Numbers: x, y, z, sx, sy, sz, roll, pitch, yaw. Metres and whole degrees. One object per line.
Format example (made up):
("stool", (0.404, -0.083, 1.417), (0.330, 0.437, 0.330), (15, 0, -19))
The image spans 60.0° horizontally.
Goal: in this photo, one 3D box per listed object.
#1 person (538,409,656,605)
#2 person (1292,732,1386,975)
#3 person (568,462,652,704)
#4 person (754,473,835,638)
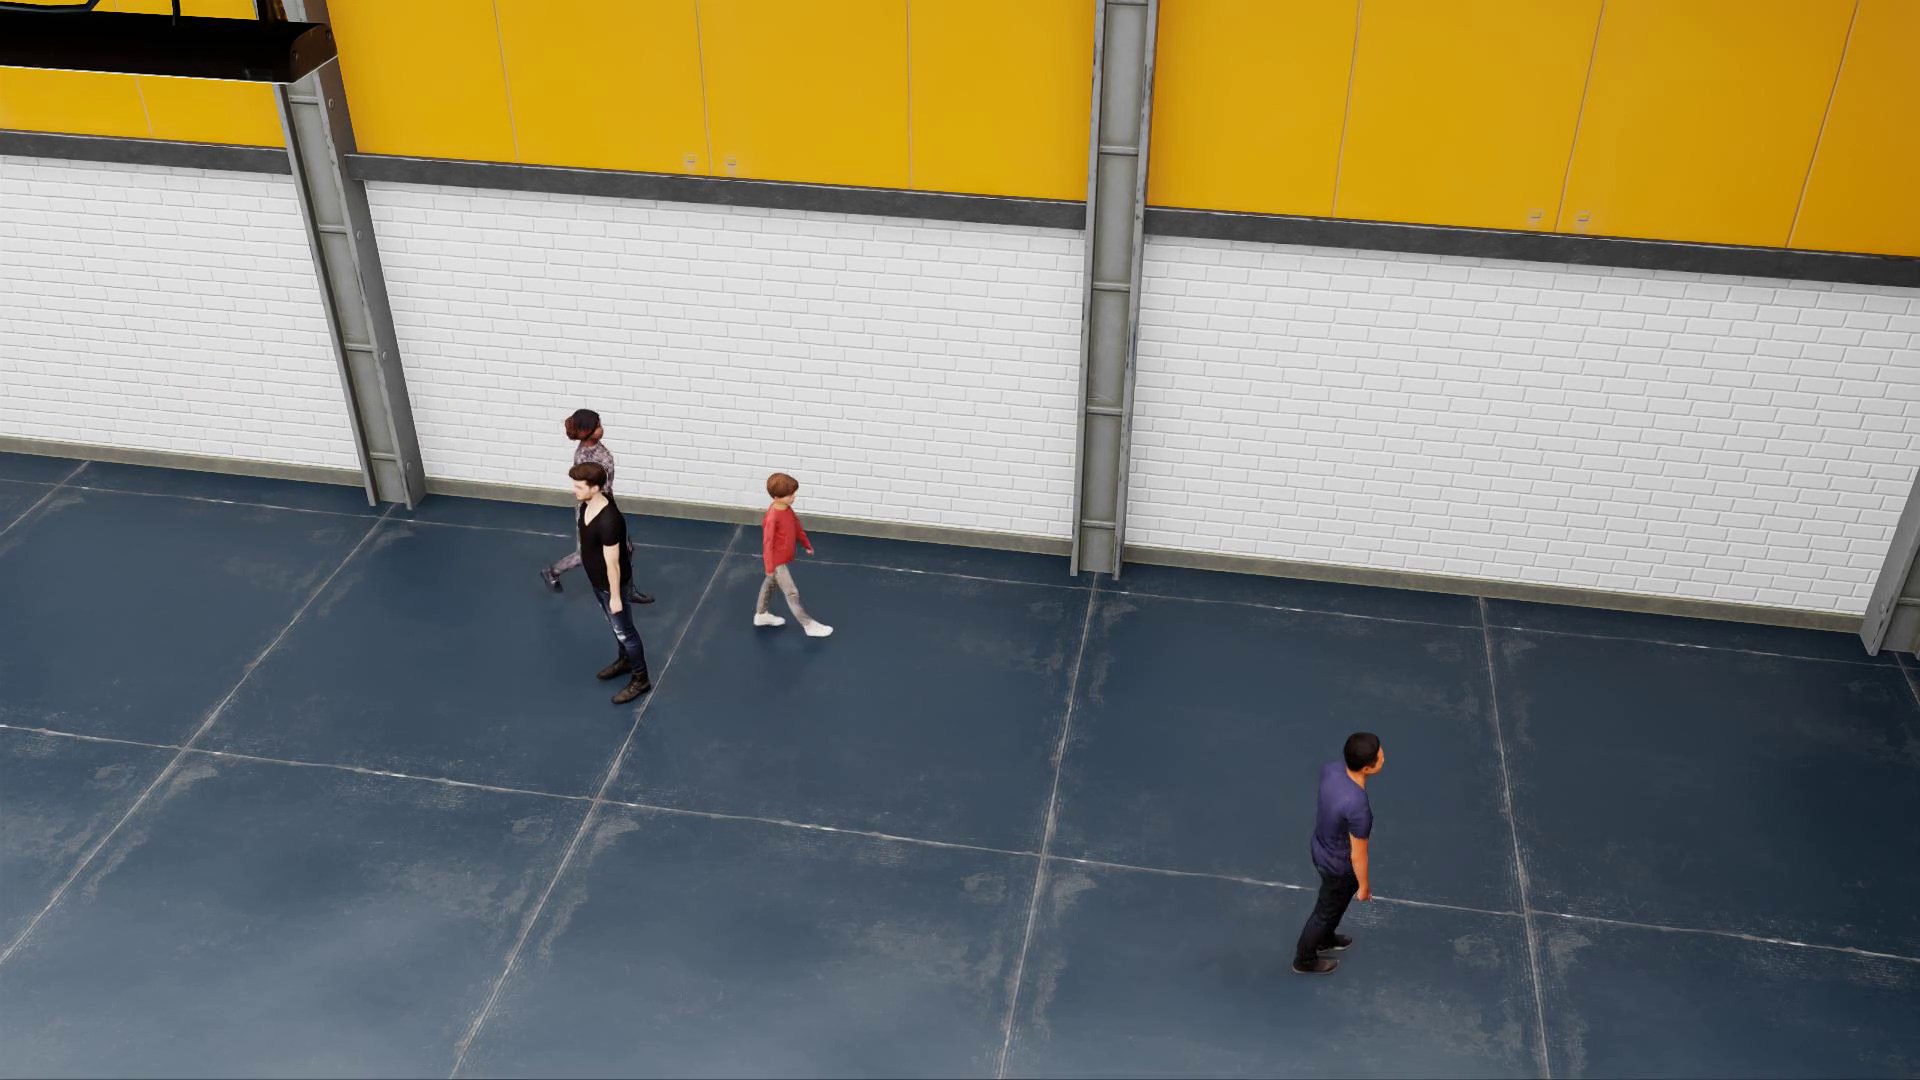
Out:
("person", (-2.815, -0.207, 12.489), (1.098, 1.685, 0.570), (6, 34, 10))
("person", (2.047, 1.795, 9.393), (0.738, 1.778, 0.746), (-5, 34, -7))
("person", (-2.425, 0.264, 11.594), (0.772, 1.892, 0.736), (-17, 37, -24))
("person", (-1.403, 0.113, 12.276), (0.862, 1.389, 0.542), (4, 34, 6))
